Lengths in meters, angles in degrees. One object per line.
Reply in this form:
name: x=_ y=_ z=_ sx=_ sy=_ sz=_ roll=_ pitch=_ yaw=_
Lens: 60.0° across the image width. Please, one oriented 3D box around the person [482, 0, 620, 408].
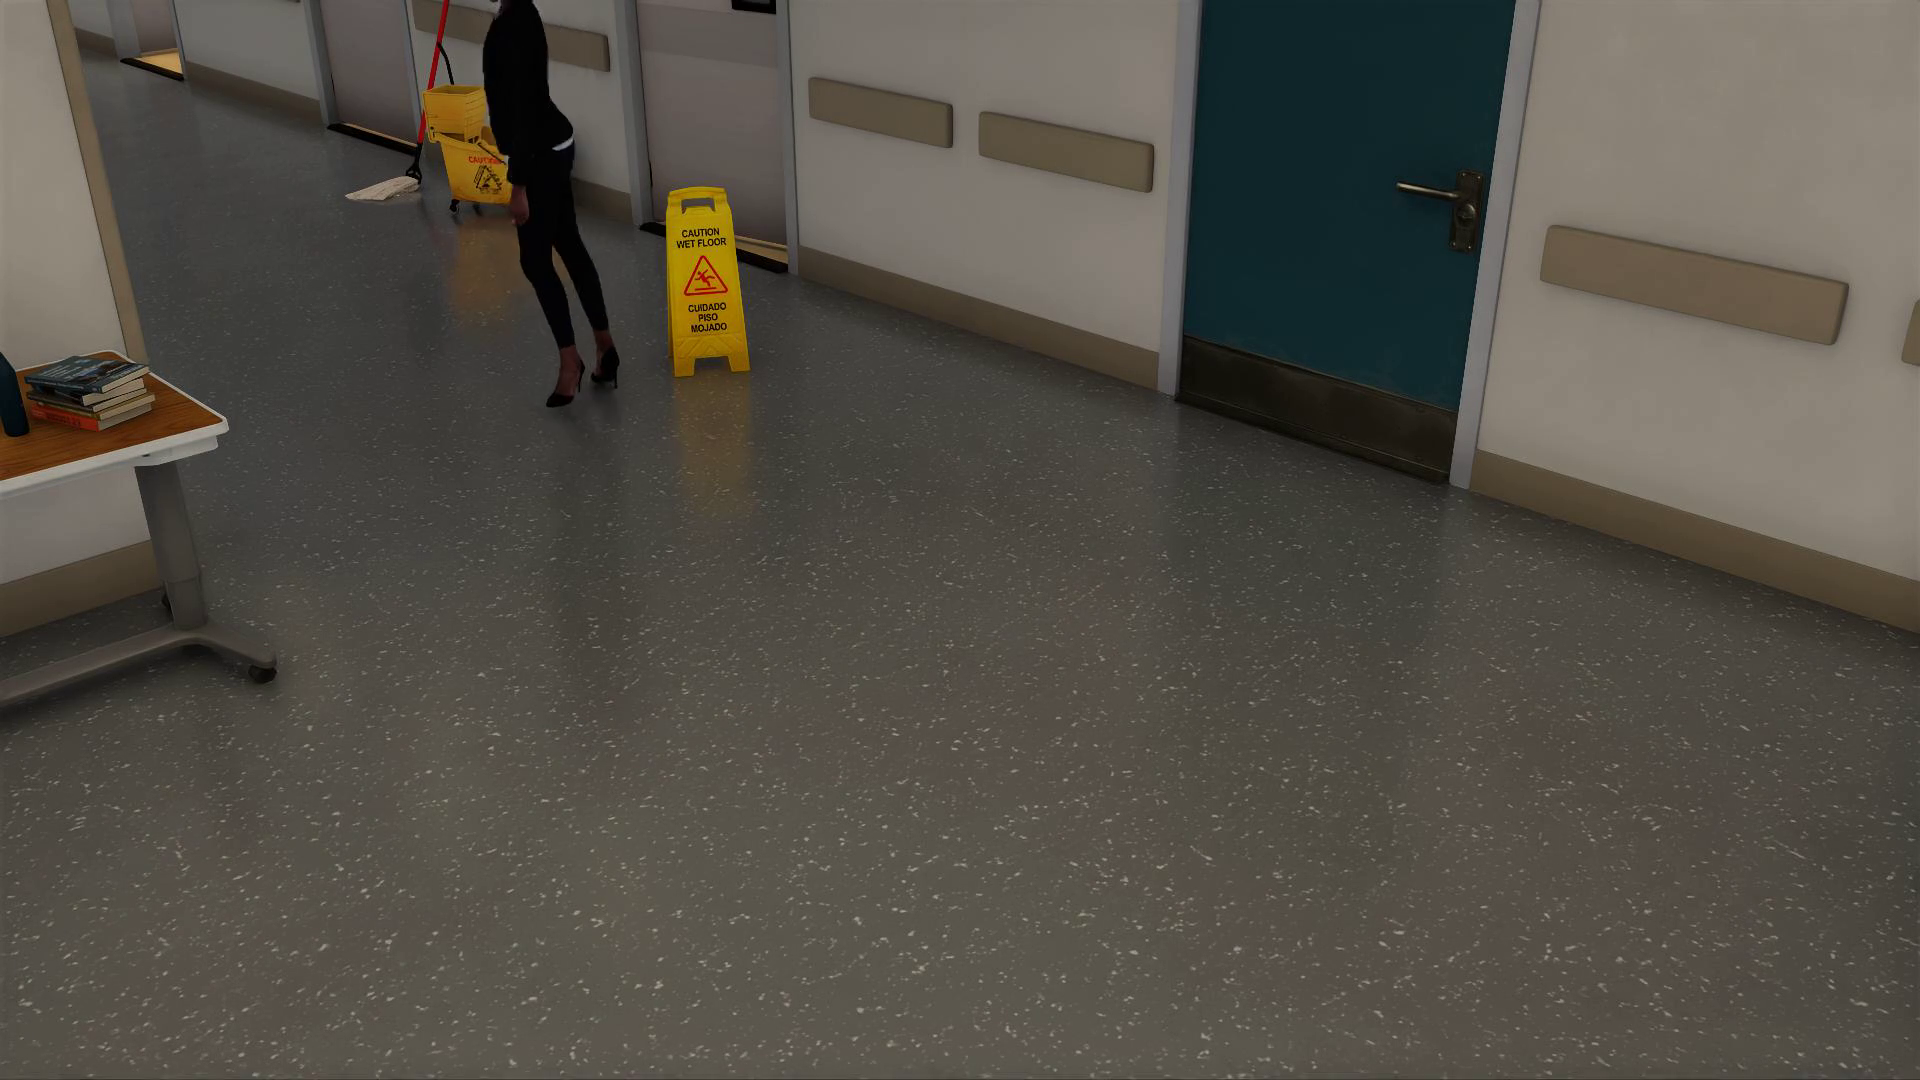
person: x=-1.568 y=-1.382 z=6.348 sx=0.857 sy=1.803 sz=0.756 roll=0 pitch=26 yaw=0
